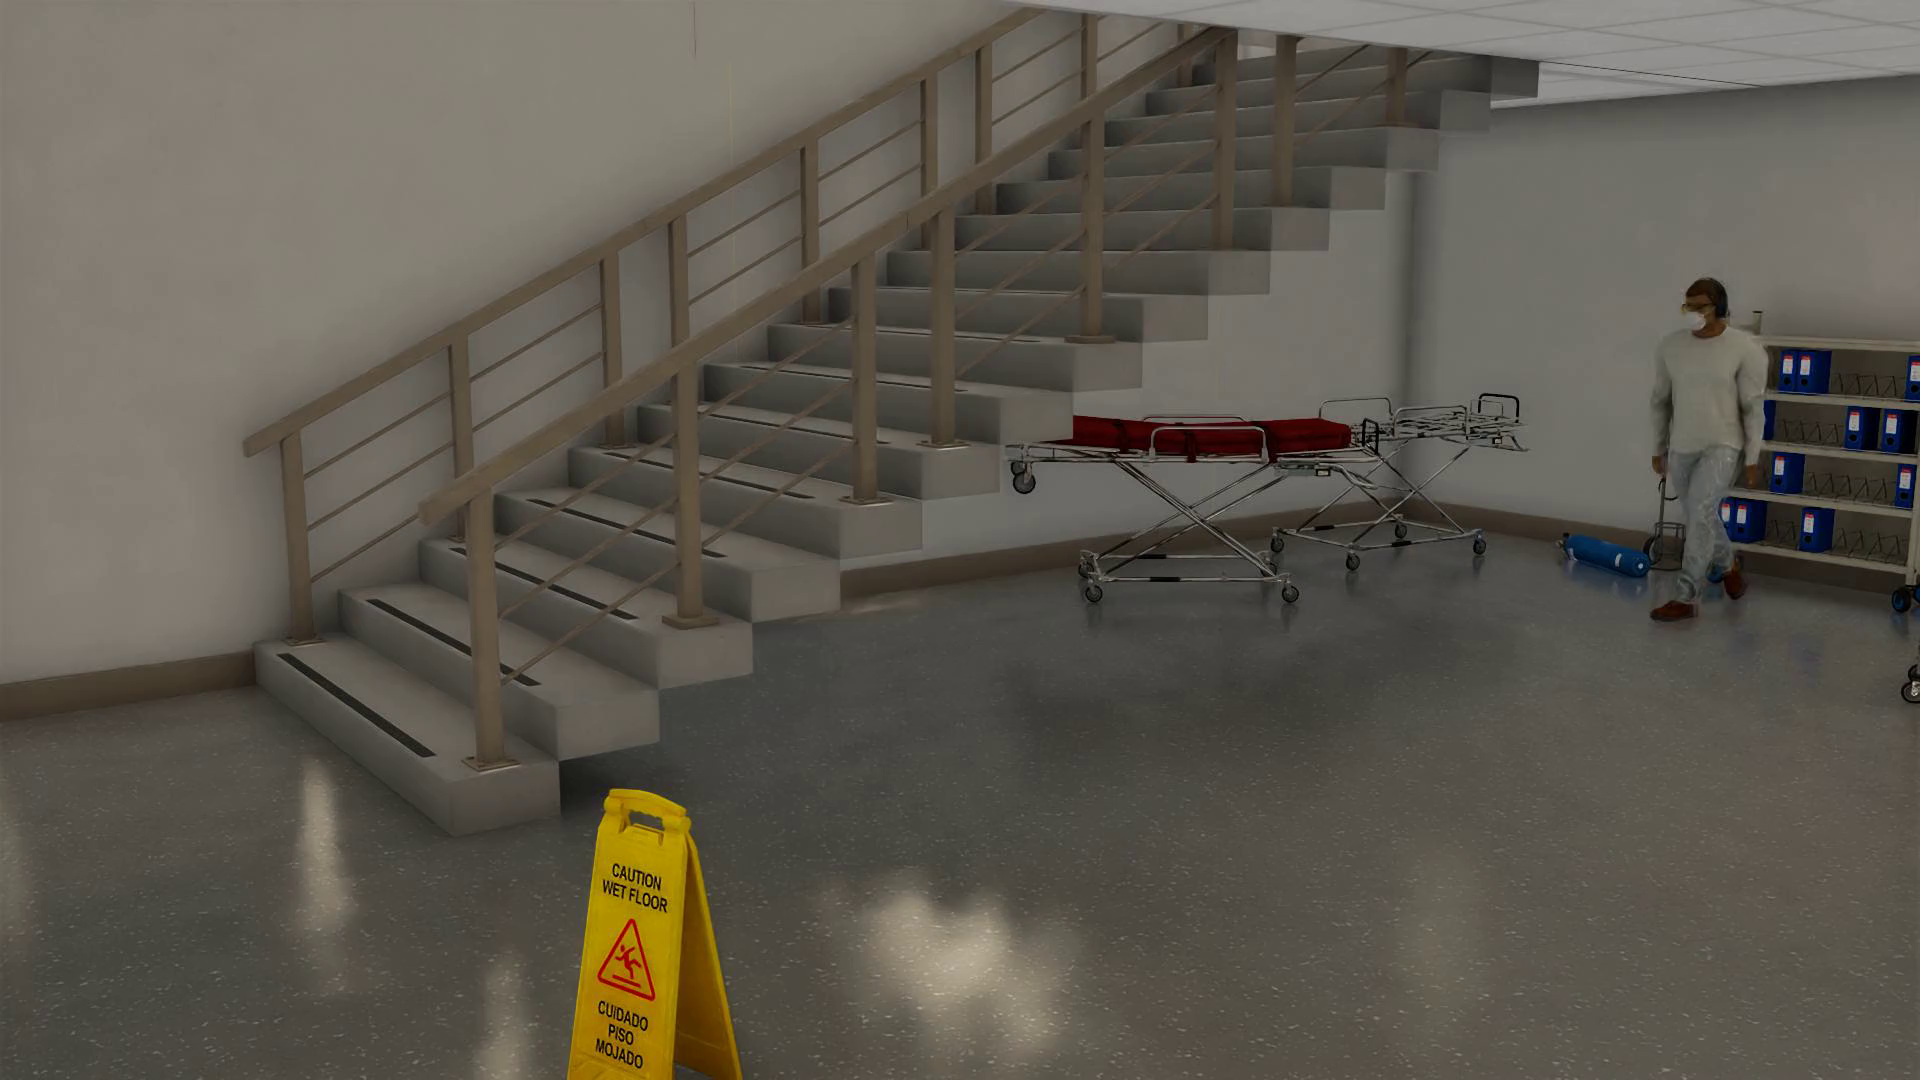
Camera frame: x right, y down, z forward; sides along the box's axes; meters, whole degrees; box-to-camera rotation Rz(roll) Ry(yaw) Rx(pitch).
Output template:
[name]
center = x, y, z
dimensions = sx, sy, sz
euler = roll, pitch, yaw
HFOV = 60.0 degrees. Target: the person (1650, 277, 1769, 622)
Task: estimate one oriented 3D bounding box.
[person]
center = 4.216, -0.523, 9.320
dimensions = 0.985, 1.897, 0.642
euler = -8, 12, -37
